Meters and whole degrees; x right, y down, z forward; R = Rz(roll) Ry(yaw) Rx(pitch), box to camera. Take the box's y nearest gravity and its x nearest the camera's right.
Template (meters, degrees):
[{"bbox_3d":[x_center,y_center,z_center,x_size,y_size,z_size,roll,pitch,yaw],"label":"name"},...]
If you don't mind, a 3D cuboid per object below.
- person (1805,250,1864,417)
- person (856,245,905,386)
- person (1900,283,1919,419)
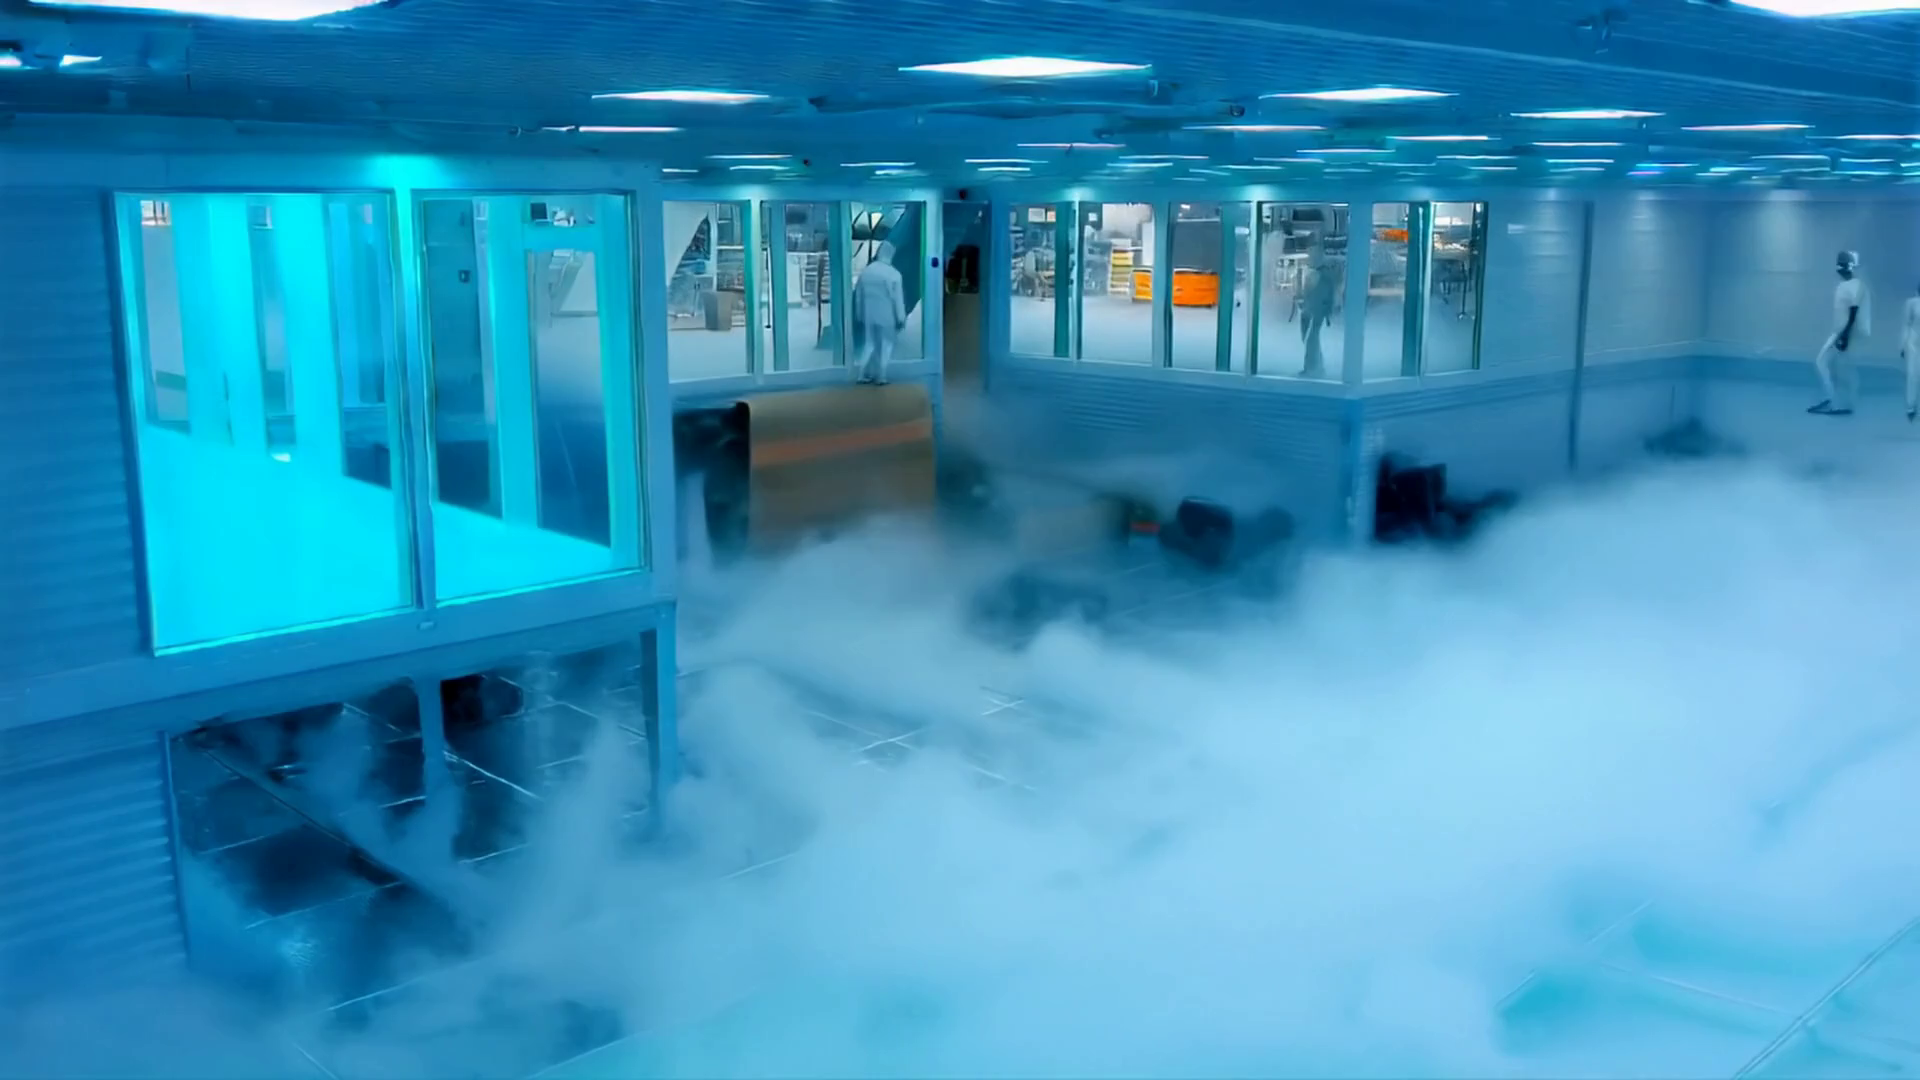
[{"bbox_3d":[9.776,-2.292,18.565,0.629,1.852,0.525,0,11,2],"label":"person"},{"bbox_3d":[-1.035,-2.938,21.826,0.694,1.855,0.402,5,13,25],"label":"person"},{"bbox_3d":[10.782,-2.158,18.582,0.513,1.586,0.878,6,13,26],"label":"person"}]
